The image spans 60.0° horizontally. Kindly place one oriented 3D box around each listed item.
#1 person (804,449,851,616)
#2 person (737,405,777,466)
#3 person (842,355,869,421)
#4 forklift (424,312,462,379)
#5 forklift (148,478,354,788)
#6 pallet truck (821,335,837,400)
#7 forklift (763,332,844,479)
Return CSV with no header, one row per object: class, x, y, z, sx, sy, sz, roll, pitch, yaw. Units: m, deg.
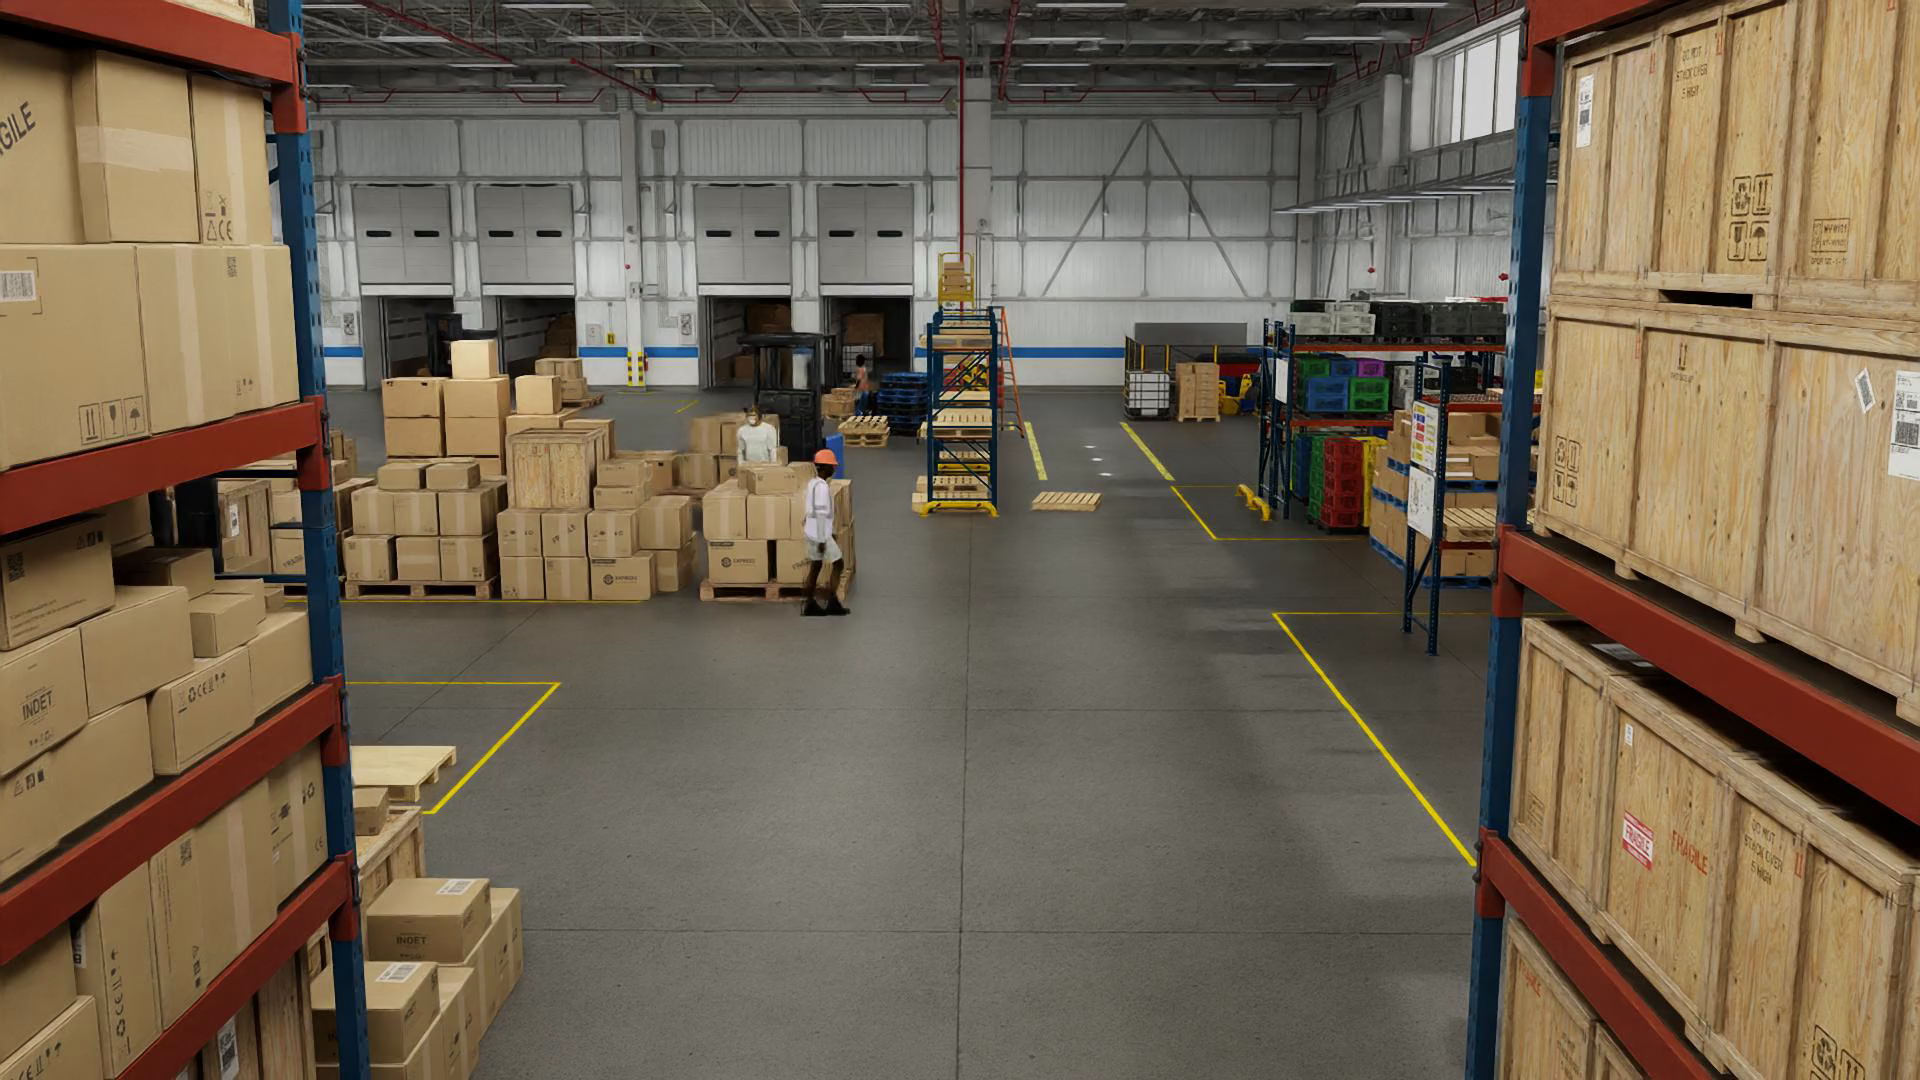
person,-1.520,-0.077,18.946,0.657,1.905,0.547,-4,10,-20
person,-2.974,-1.026,24.393,0.629,1.929,0.362,3,10,17
person,-2.441,-3.629,40.156,0.863,1.655,0.552,0,10,-1
forklift,-11.151,-3.527,36.050,1.129,2.768,1.873,8,12,37
forklift,-5.250,0.771,11.255,1.873,2.768,1.129,0,10,1
pallet truck,-3.021,-4.312,43.126,1.885,1.965,0.823,3,10,17
forklift,-2.714,-2.017,27.341,1.129,2.768,1.873,3,10,17
